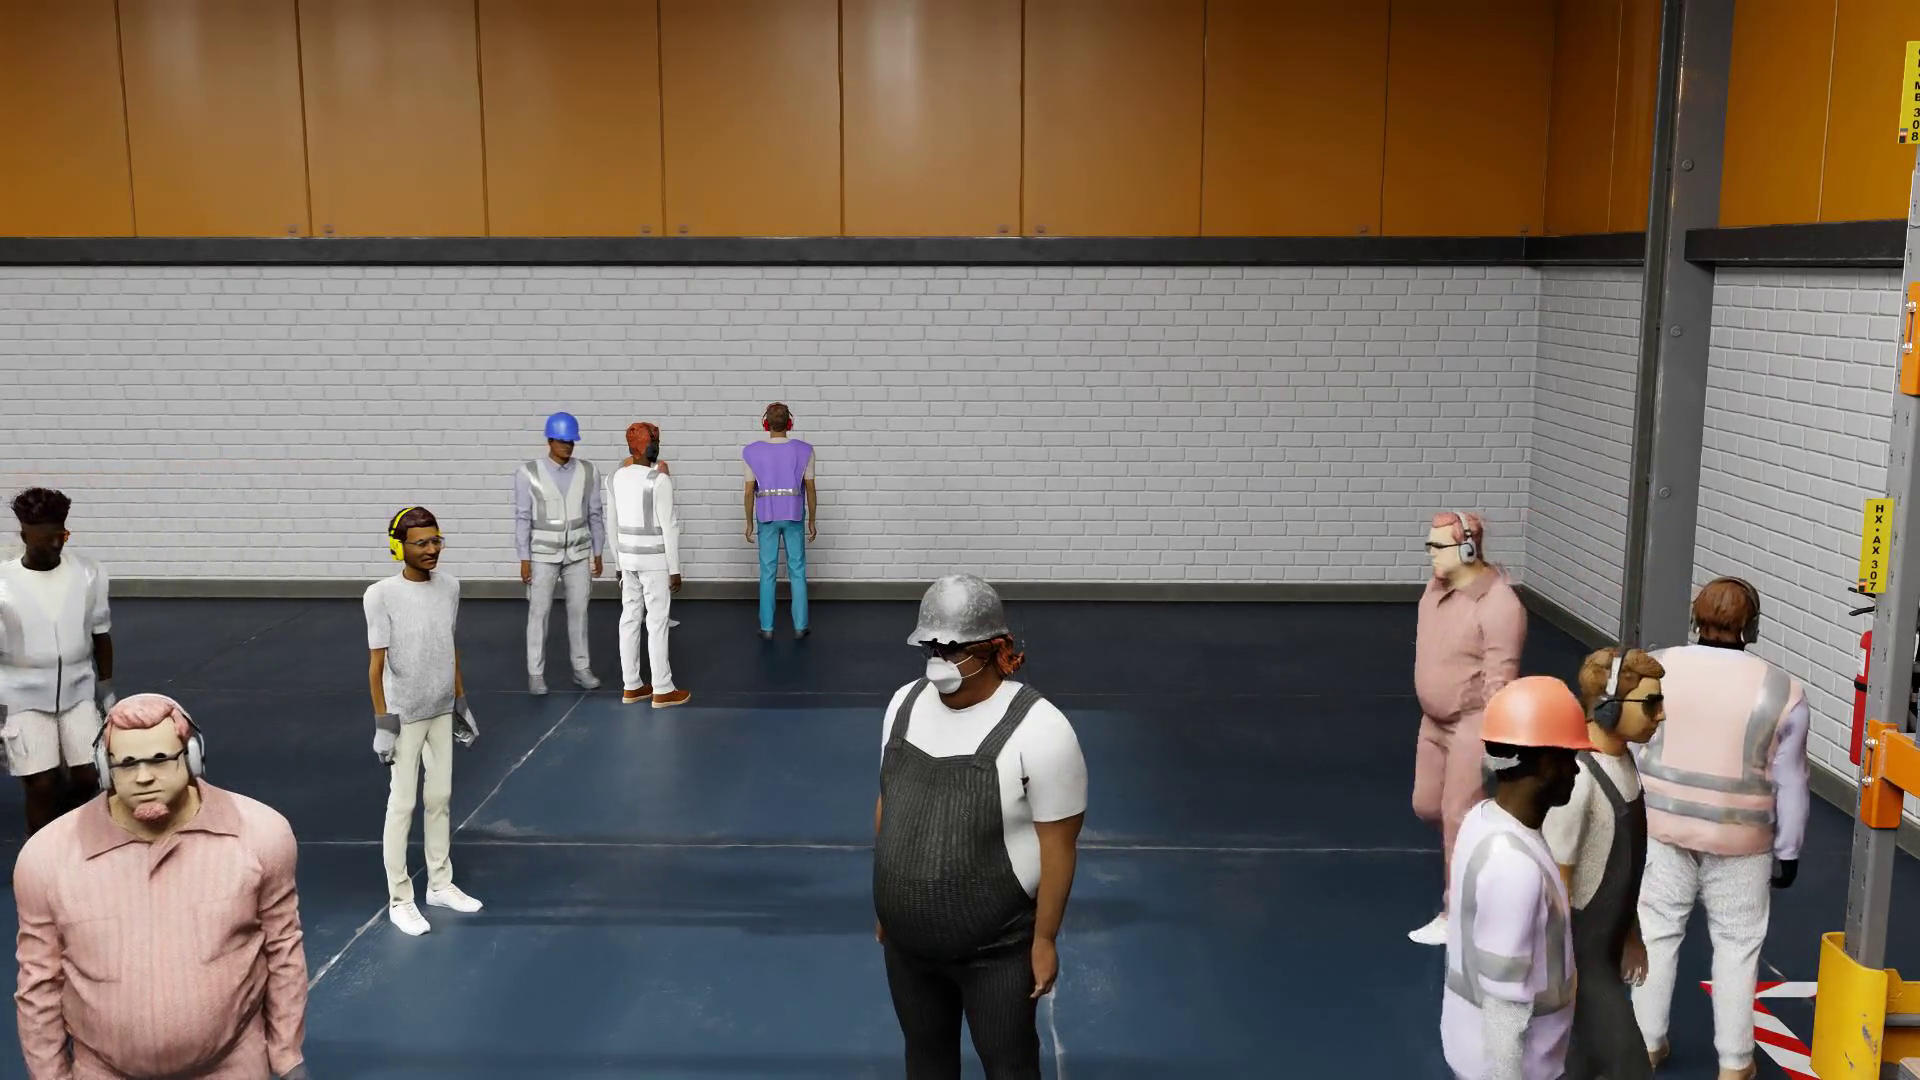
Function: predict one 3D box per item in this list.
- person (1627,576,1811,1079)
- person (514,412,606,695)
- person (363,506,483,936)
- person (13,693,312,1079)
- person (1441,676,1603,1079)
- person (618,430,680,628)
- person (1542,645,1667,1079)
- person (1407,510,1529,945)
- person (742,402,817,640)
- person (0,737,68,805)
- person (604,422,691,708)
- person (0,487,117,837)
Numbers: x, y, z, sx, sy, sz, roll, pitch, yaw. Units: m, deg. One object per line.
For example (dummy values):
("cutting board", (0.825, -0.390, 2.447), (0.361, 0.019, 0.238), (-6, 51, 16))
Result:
("person", (2.645, 1.036, 5.880), (0.632, 1.840, 0.429), (6, 11, 33))
("person", (-2.695, 0.094, 11.267), (0.618, 1.933, 0.441), (-6, 11, -30))
("person", (-2.357, 0.775, 7.335), (0.328, 1.874, 0.521), (6, 11, 32))
("person", (-1.921, 1.304, 4.064), (0.643, 1.910, 0.400), (-5, 11, -26))
("person", (1.468, 1.291, 4.129), (0.562, 1.910, 0.566), (2, 10, 13))
("person", (-2.508, -0.104, 13.291), (0.515, 1.642, 0.314), (6, 11, 30))
("person", (1.884, 1.207, 4.869), (0.413, 1.828, 0.525), (6, 11, 32))
("person", (2.233, 0.794, 7.193), (0.595, 1.884, 0.675), (-3, 10, -17))
("person", (-1.392, -0.141, 12.891), (0.565, 1.850, 0.390), (-1, 10, -8))
("person", (-4.660, 0.667, 7.790), (1.041, 1.935, 0.633), (-5, 11, -29))
("person", (-2.064, 0.165, 10.960), (0.573, 1.883, 0.356), (6, 11, 31))
("person", (-4.150, 0.703, 7.550), (0.559, 1.940, 0.622), (8, 13, 41))
